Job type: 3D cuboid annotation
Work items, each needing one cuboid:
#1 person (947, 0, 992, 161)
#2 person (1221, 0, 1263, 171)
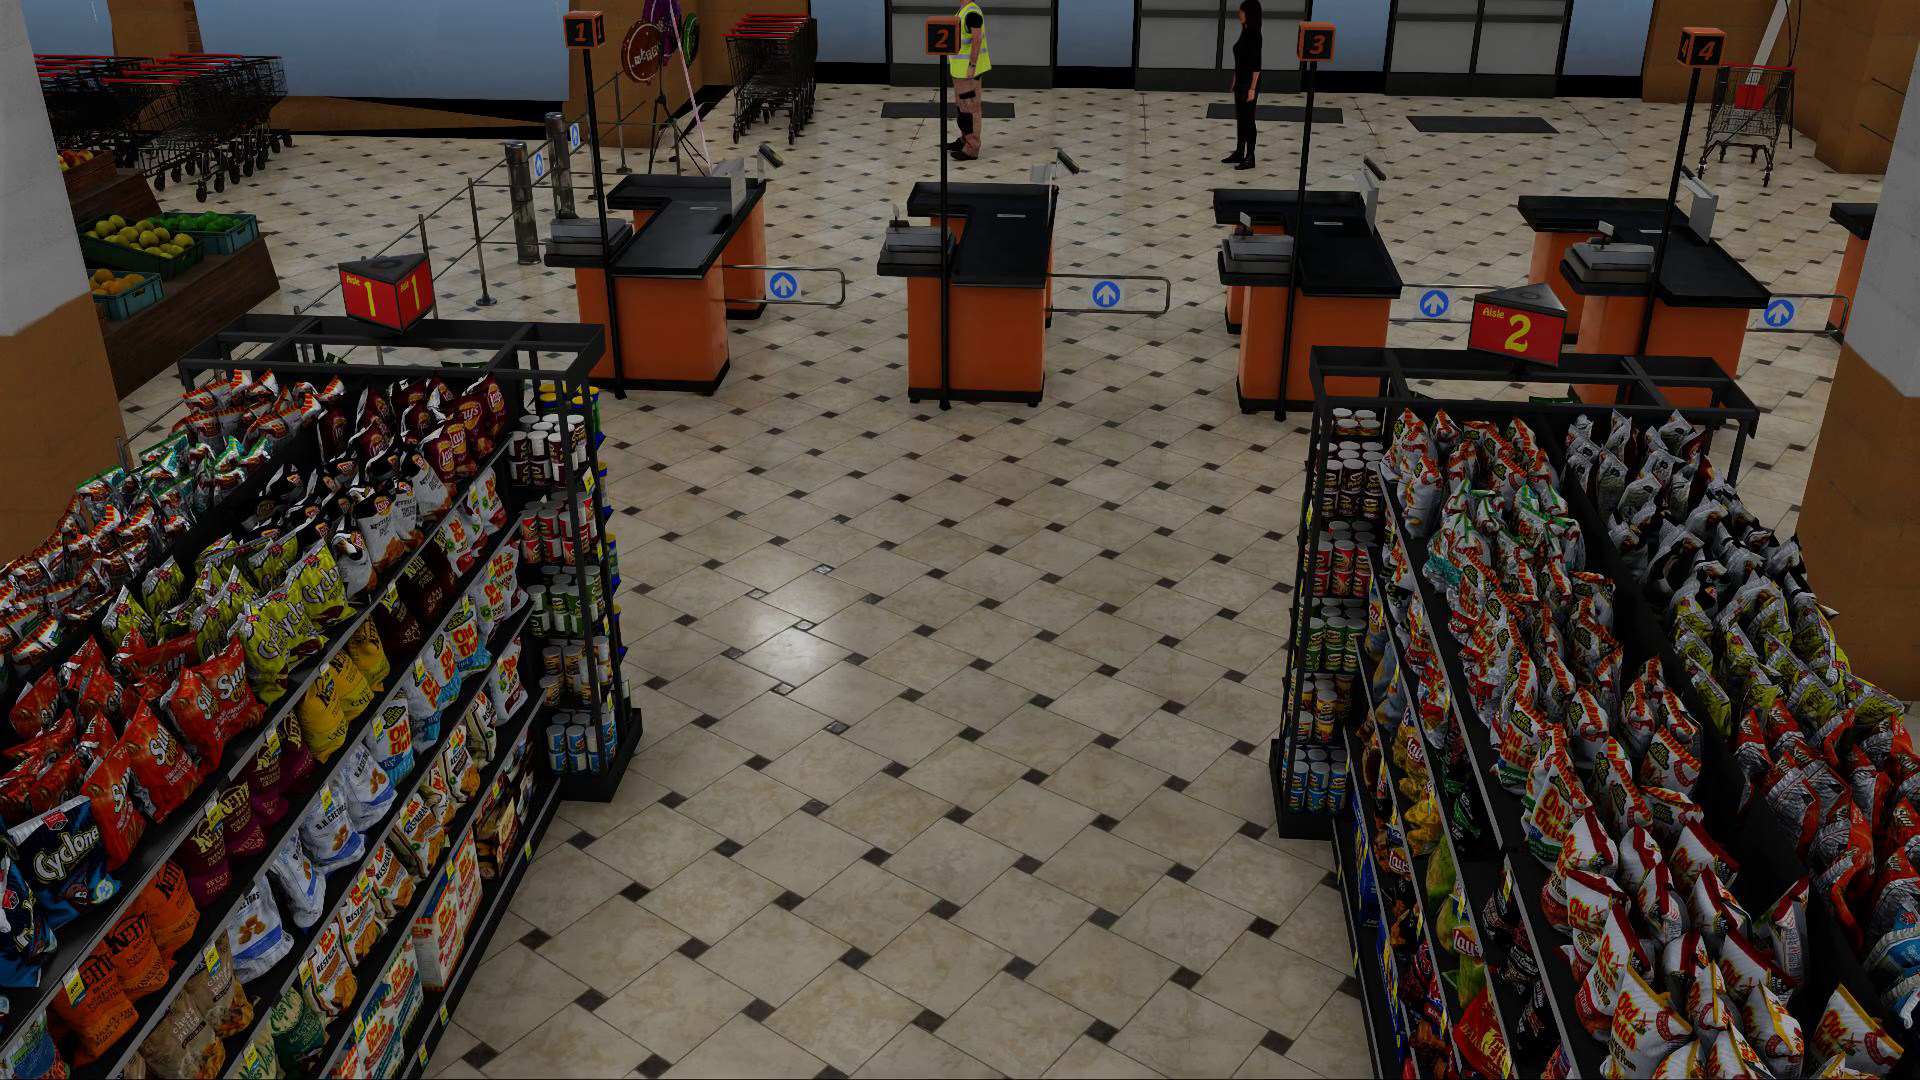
[{"bbox_3d":[0.058,-4.840,16.977,0.842,1.846,0.736,-5,27,-9],"label":"person"},{"bbox_3d":[2.883,-4.573,16.677,0.709,1.641,0.564,-8,28,-16],"label":"person"}]
